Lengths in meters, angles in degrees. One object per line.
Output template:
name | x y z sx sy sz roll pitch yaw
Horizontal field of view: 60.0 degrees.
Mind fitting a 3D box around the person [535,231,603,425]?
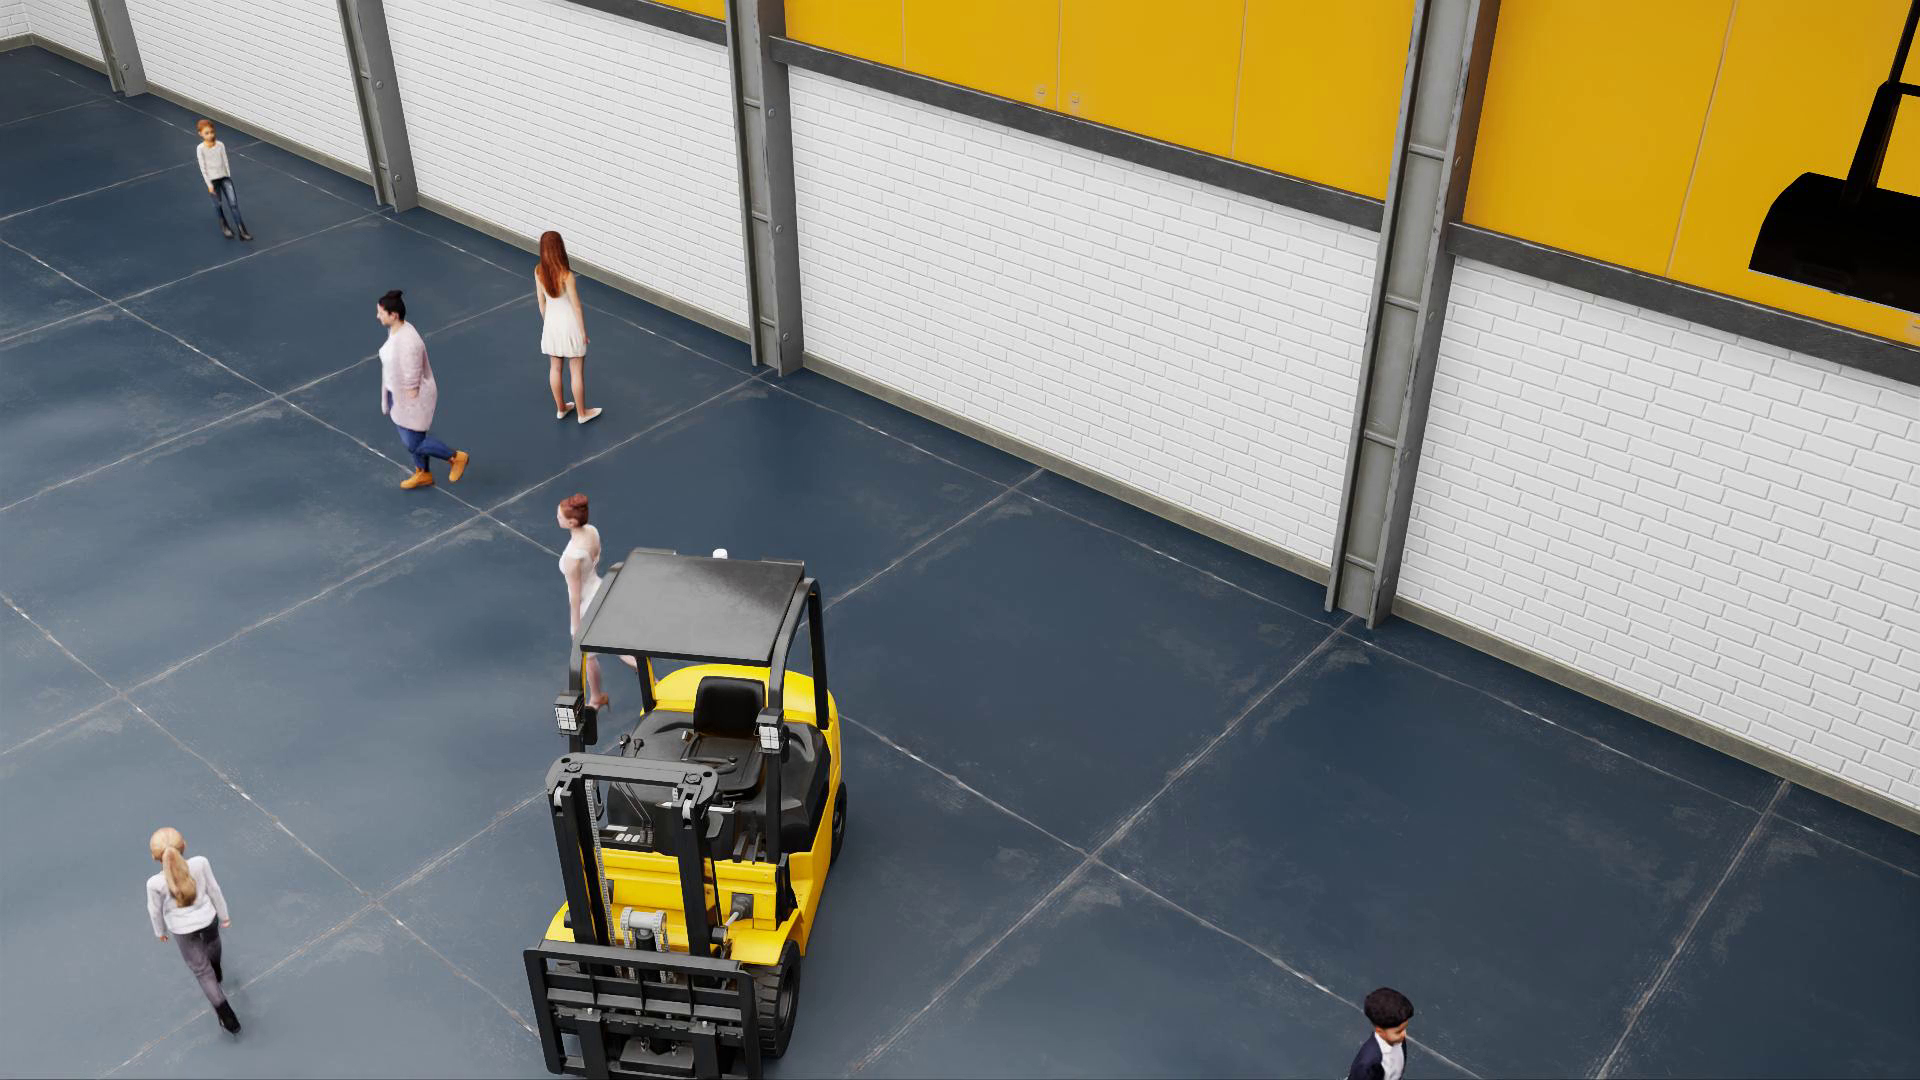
person | -3.377 -1.809 14.126 0.542 1.708 0.674 14 36 20

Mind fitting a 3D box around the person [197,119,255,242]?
person | -7.825 -3.784 17.471 0.527 1.294 0.849 -27 42 -34

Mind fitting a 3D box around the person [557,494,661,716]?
person | -2.284 0.459 10.651 0.951 1.778 0.823 5 34 8

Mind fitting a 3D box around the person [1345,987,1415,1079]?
person | 1.923 2.585 7.969 0.565 1.206 0.752 -25 41 -33

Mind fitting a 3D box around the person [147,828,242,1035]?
person | -3.999 2.057 8.725 0.589 1.248 0.920 -25 41 -33

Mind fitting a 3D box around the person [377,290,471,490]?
person | -4.262 -1.171 13.141 0.910 1.736 0.868 -16 37 -23
